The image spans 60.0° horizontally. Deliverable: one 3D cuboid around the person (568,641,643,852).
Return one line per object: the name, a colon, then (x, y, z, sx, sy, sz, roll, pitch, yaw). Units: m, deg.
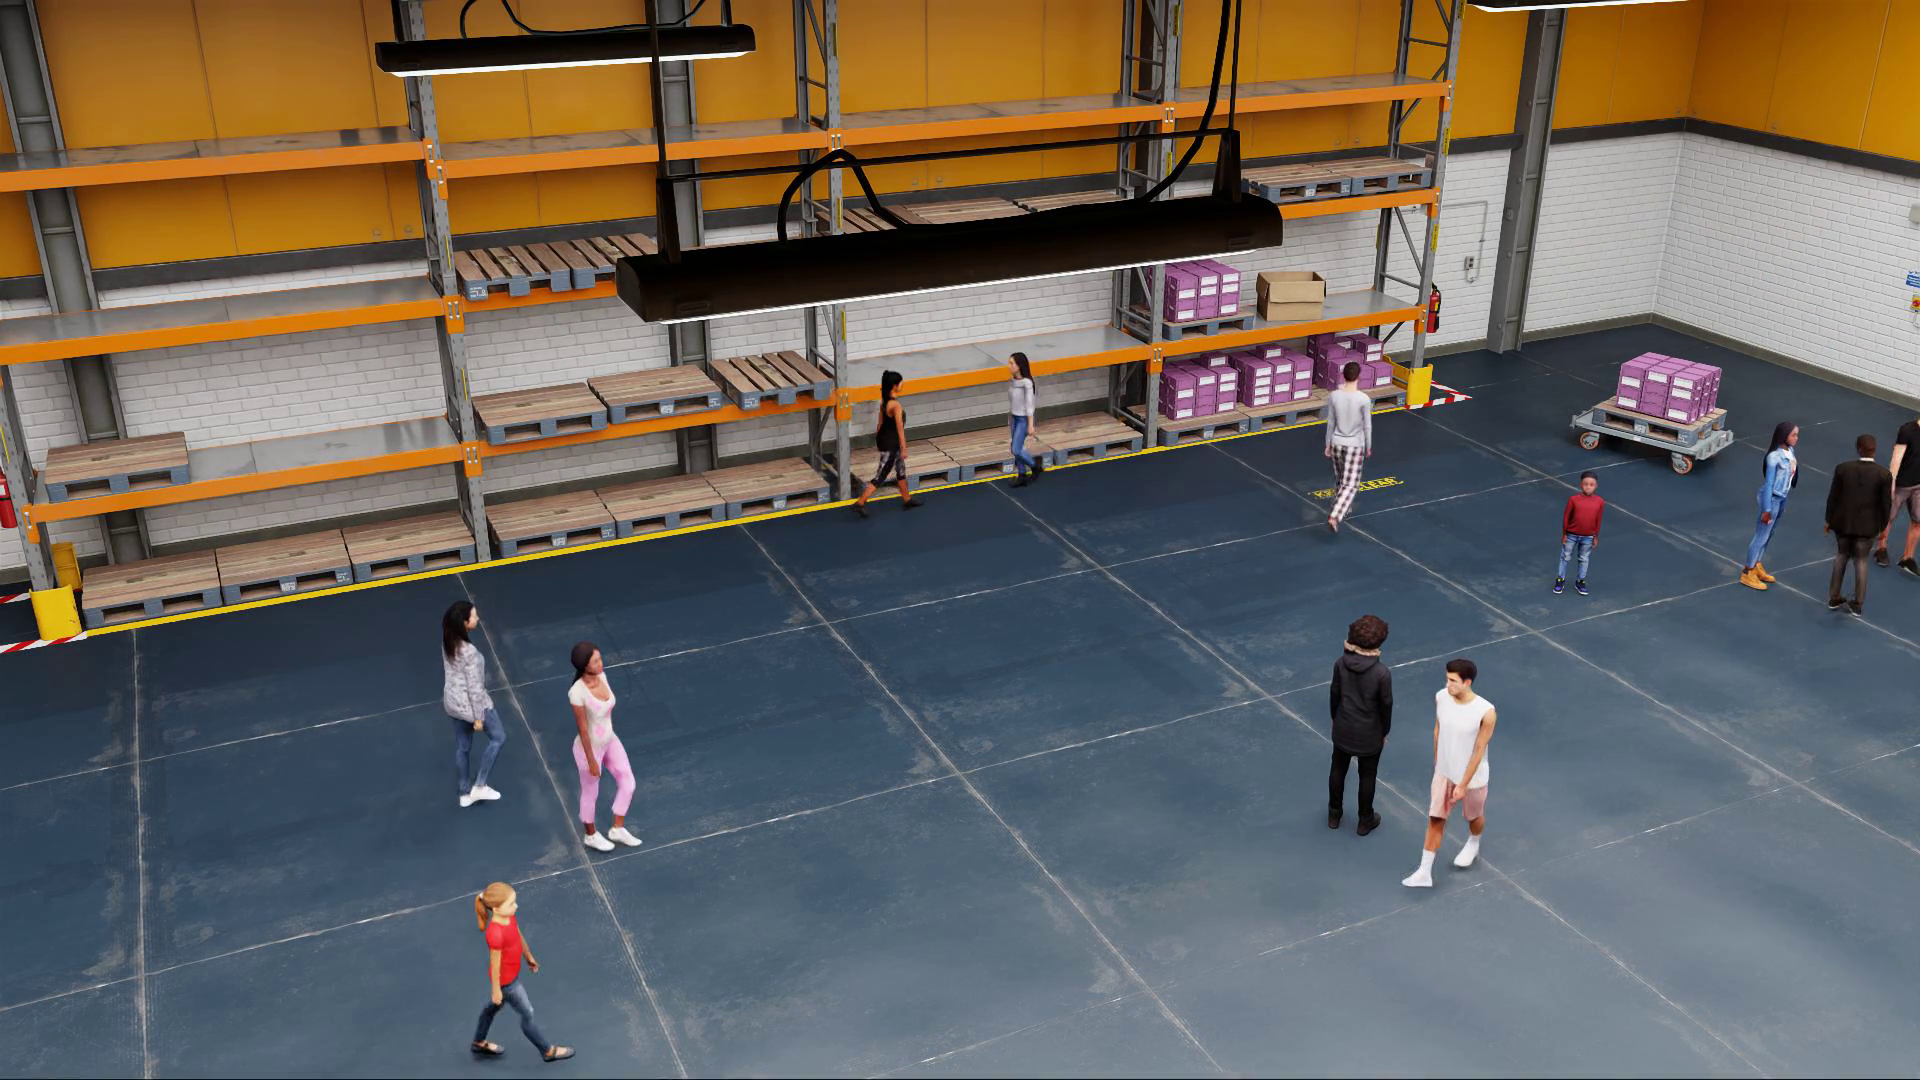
person: (-2.721, 1.508, 12.084, 0.824, 1.725, 0.764, 10, 25, 21)

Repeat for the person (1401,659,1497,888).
person: (3.616, 1.635, 11.797, 1.205, 1.722, 0.869, -20, 31, -38)

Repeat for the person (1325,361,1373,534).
person: (4.090, -0.958, 17.610, 0.963, 1.817, 1.184, 16, 28, 33)

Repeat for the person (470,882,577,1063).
person: (-2.813, 2.633, 10.066, 0.944, 1.281, 0.698, -1, 24, -2)

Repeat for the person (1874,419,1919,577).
person: (9.546, -0.619, 16.807, 0.945, 1.840, 0.973, 2, 24, 6)

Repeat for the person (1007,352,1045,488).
person: (0.771, -1.336, 18.731, 0.663, 1.613, 0.644, -9, 25, -19)

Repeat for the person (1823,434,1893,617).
person: (8.435, -0.111, 15.725, 0.817, 1.776, 0.810, -20, 31, -38)

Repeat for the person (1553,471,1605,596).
person: (6.082, -0.084, 16.312, 0.575, 1.256, 0.651, 5, 24, 11)

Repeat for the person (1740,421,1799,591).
person: (7.988, -0.364, 16.384, 0.718, 1.711, 0.570, 21, 31, 39)

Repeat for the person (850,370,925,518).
person: (-0.830, -1.007, 17.950, 1.098, 1.635, 0.648, -11, 26, -23)

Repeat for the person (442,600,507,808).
person: (-3.807, 1.283, 12.609, 0.727, 1.717, 0.743, 17, 29, 34)

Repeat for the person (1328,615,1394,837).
person: (2.959, 1.373, 12.322, 0.735, 1.781, 0.773, 14, 27, 28)
